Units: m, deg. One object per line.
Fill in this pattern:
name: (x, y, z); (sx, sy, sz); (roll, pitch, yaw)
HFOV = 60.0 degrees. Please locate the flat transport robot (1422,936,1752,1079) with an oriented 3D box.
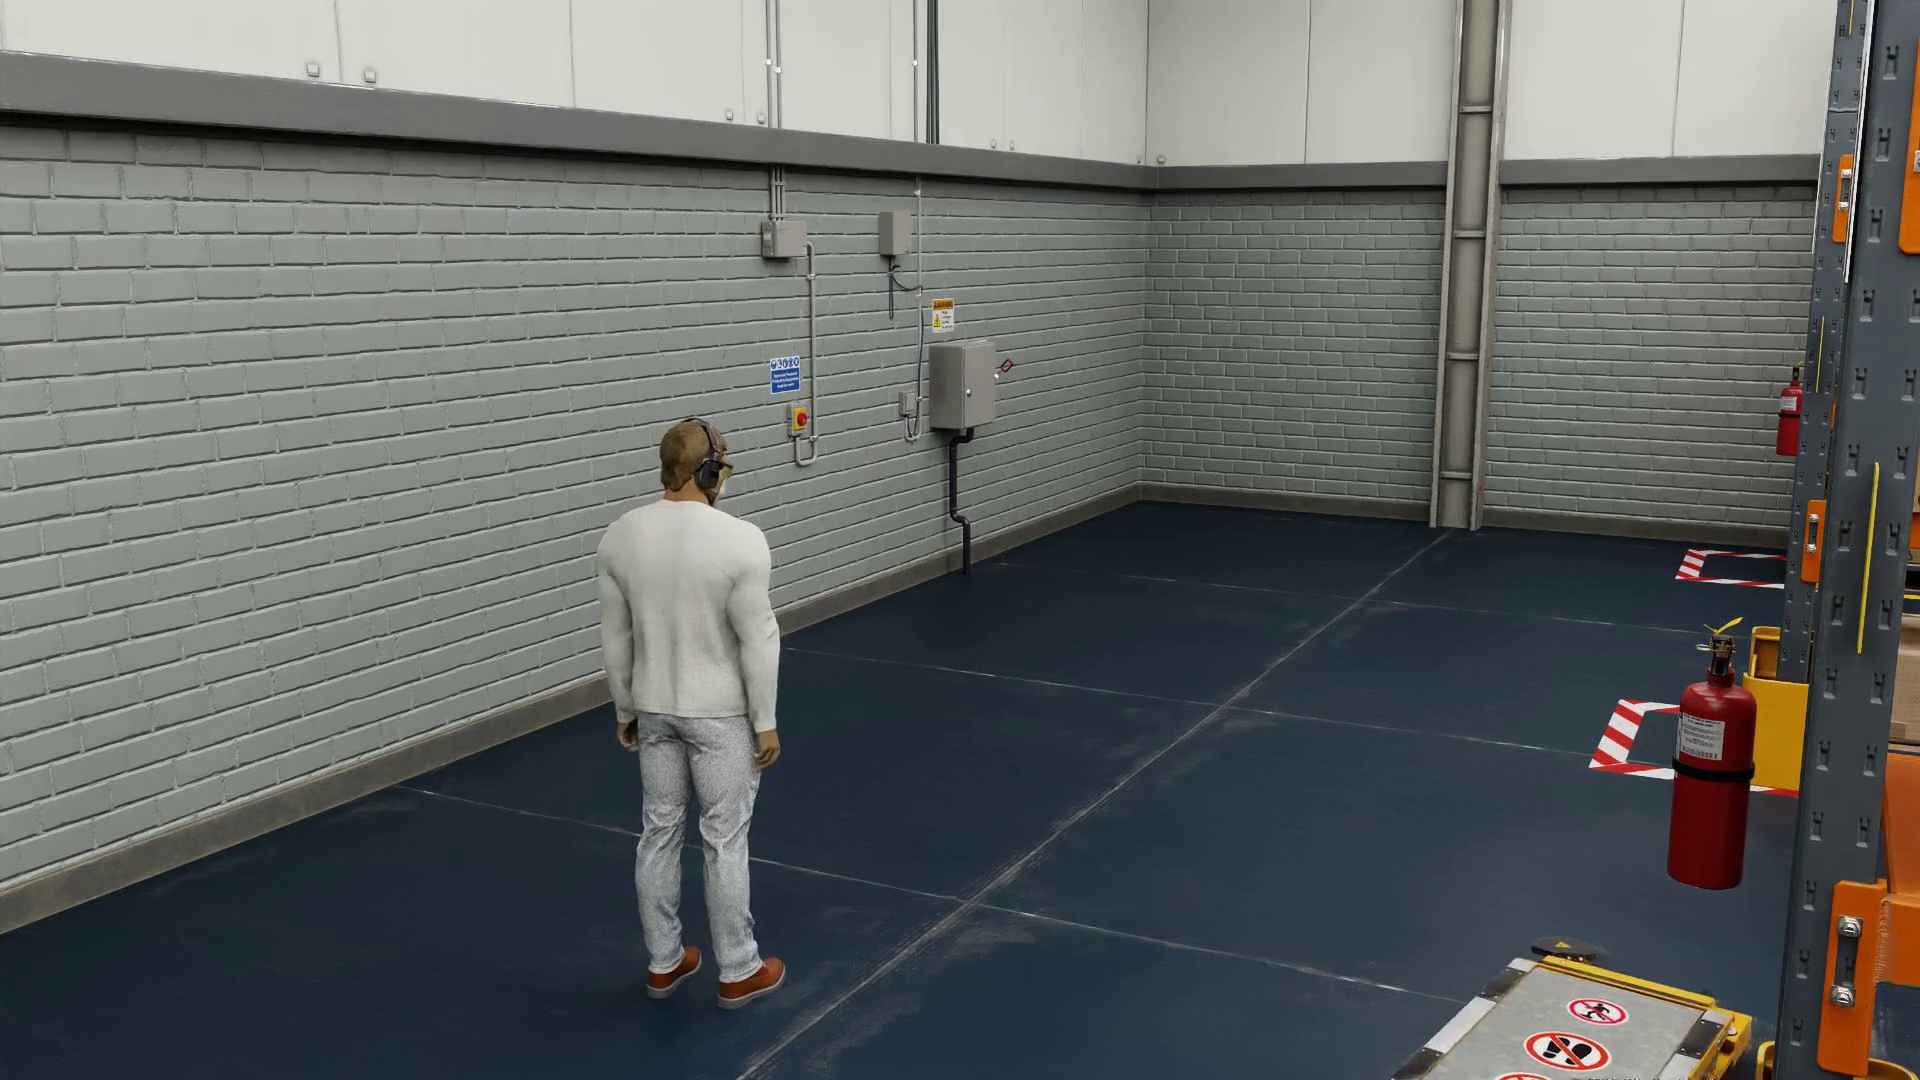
flat transport robot: (1.755, 1.521, 4.777); (0.652, 0.197, 1.431); (8, 13, 37)

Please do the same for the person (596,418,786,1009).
person: (-0.869, 0.570, 5.434); (0.628, 1.933, 0.377); (4, 11, 23)
